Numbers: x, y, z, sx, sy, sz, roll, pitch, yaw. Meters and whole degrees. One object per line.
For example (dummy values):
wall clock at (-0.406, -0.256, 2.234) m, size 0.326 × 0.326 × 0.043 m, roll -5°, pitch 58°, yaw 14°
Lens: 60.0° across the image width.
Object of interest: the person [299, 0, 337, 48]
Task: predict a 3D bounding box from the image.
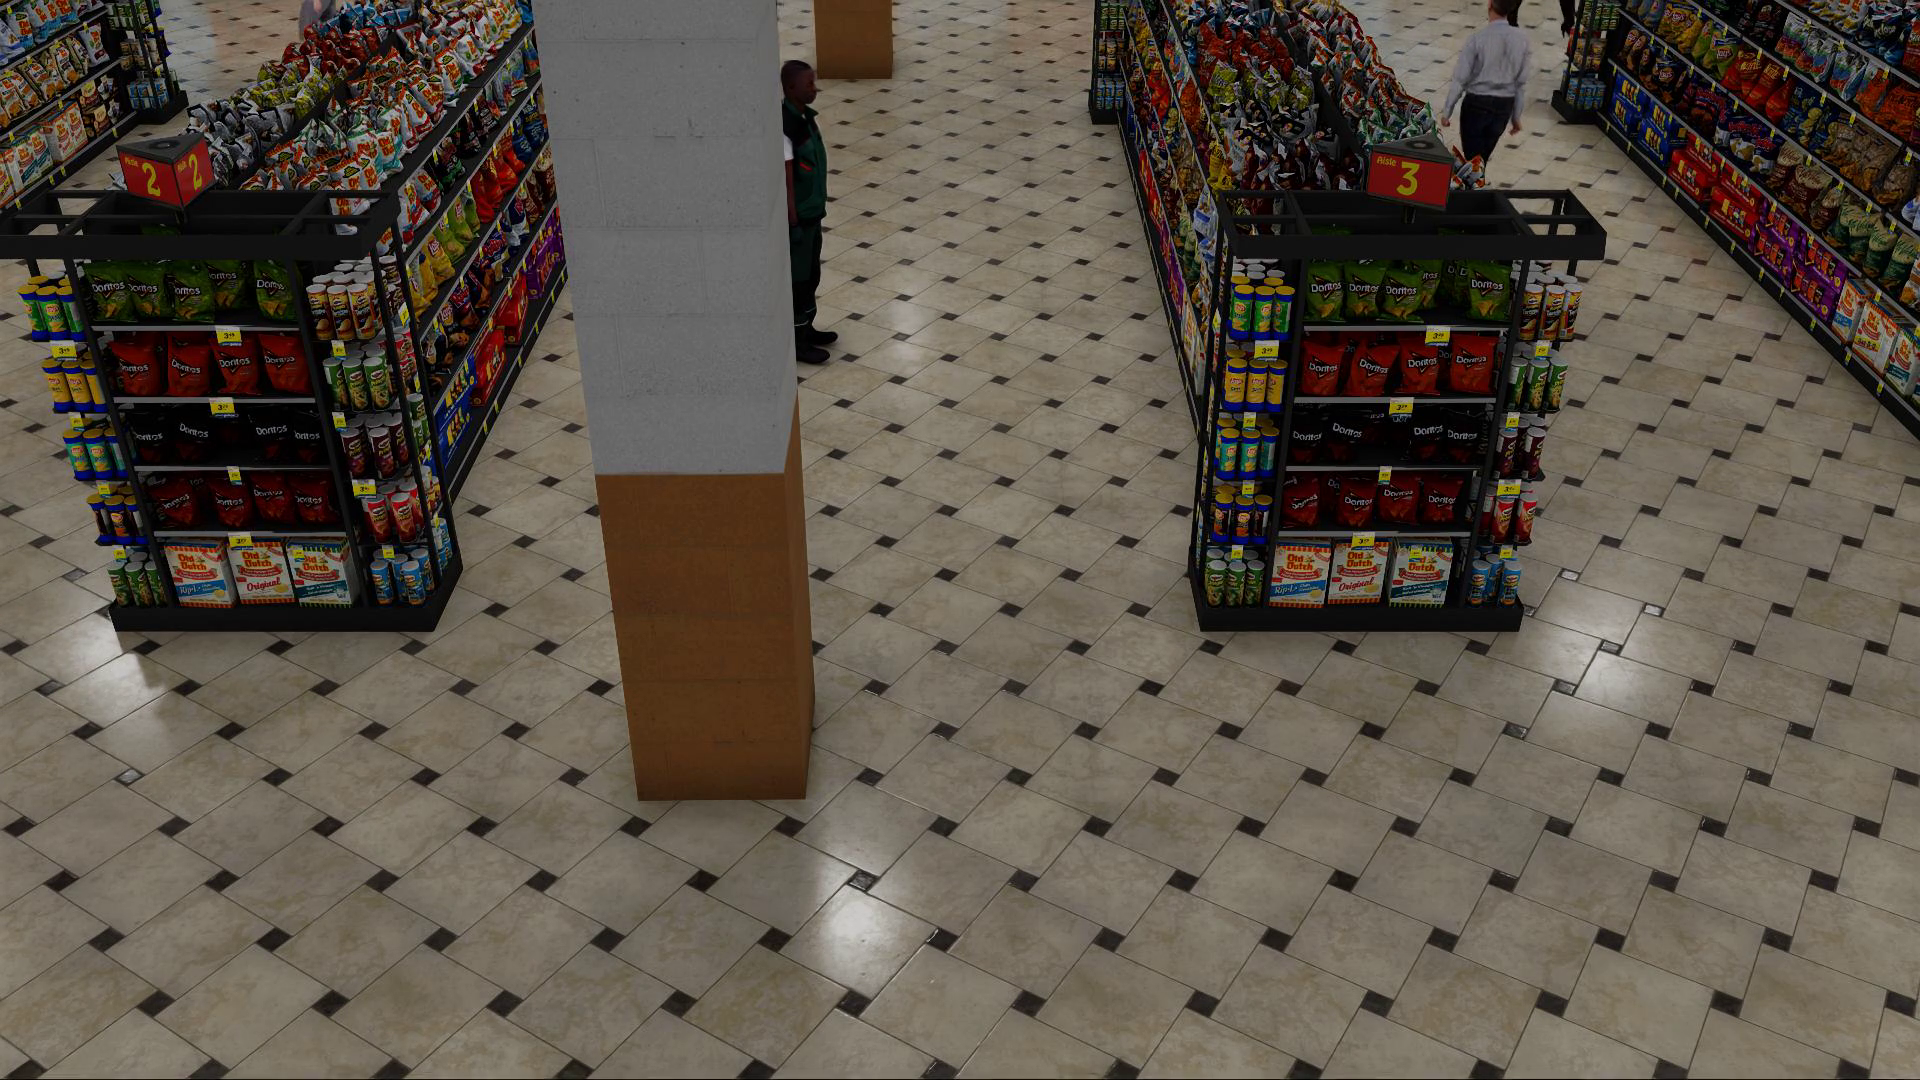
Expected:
person at (-5.699, -4.864, 14.938) m, size 0.647 × 1.588 × 0.825 m, roll -1°, pitch 32°, yaw -1°

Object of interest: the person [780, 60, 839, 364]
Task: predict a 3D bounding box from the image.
person at (-0.980, -1.986, 10.074) m, size 0.772 × 1.841 × 0.587 m, roll 4°, pitch 32°, yaw 7°

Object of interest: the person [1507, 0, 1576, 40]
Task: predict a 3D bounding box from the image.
person at (5.733, -5.814, 16.355) m, size 1.001 × 1.704 × 1.211 m, roll -16°, pitch 35°, yaw -24°

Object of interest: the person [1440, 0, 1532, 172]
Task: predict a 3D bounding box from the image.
person at (3.725, -2.957, 11.683) m, size 0.787 × 1.788 × 1.109 m, roll -5°, pitch 32°, yaw -7°
